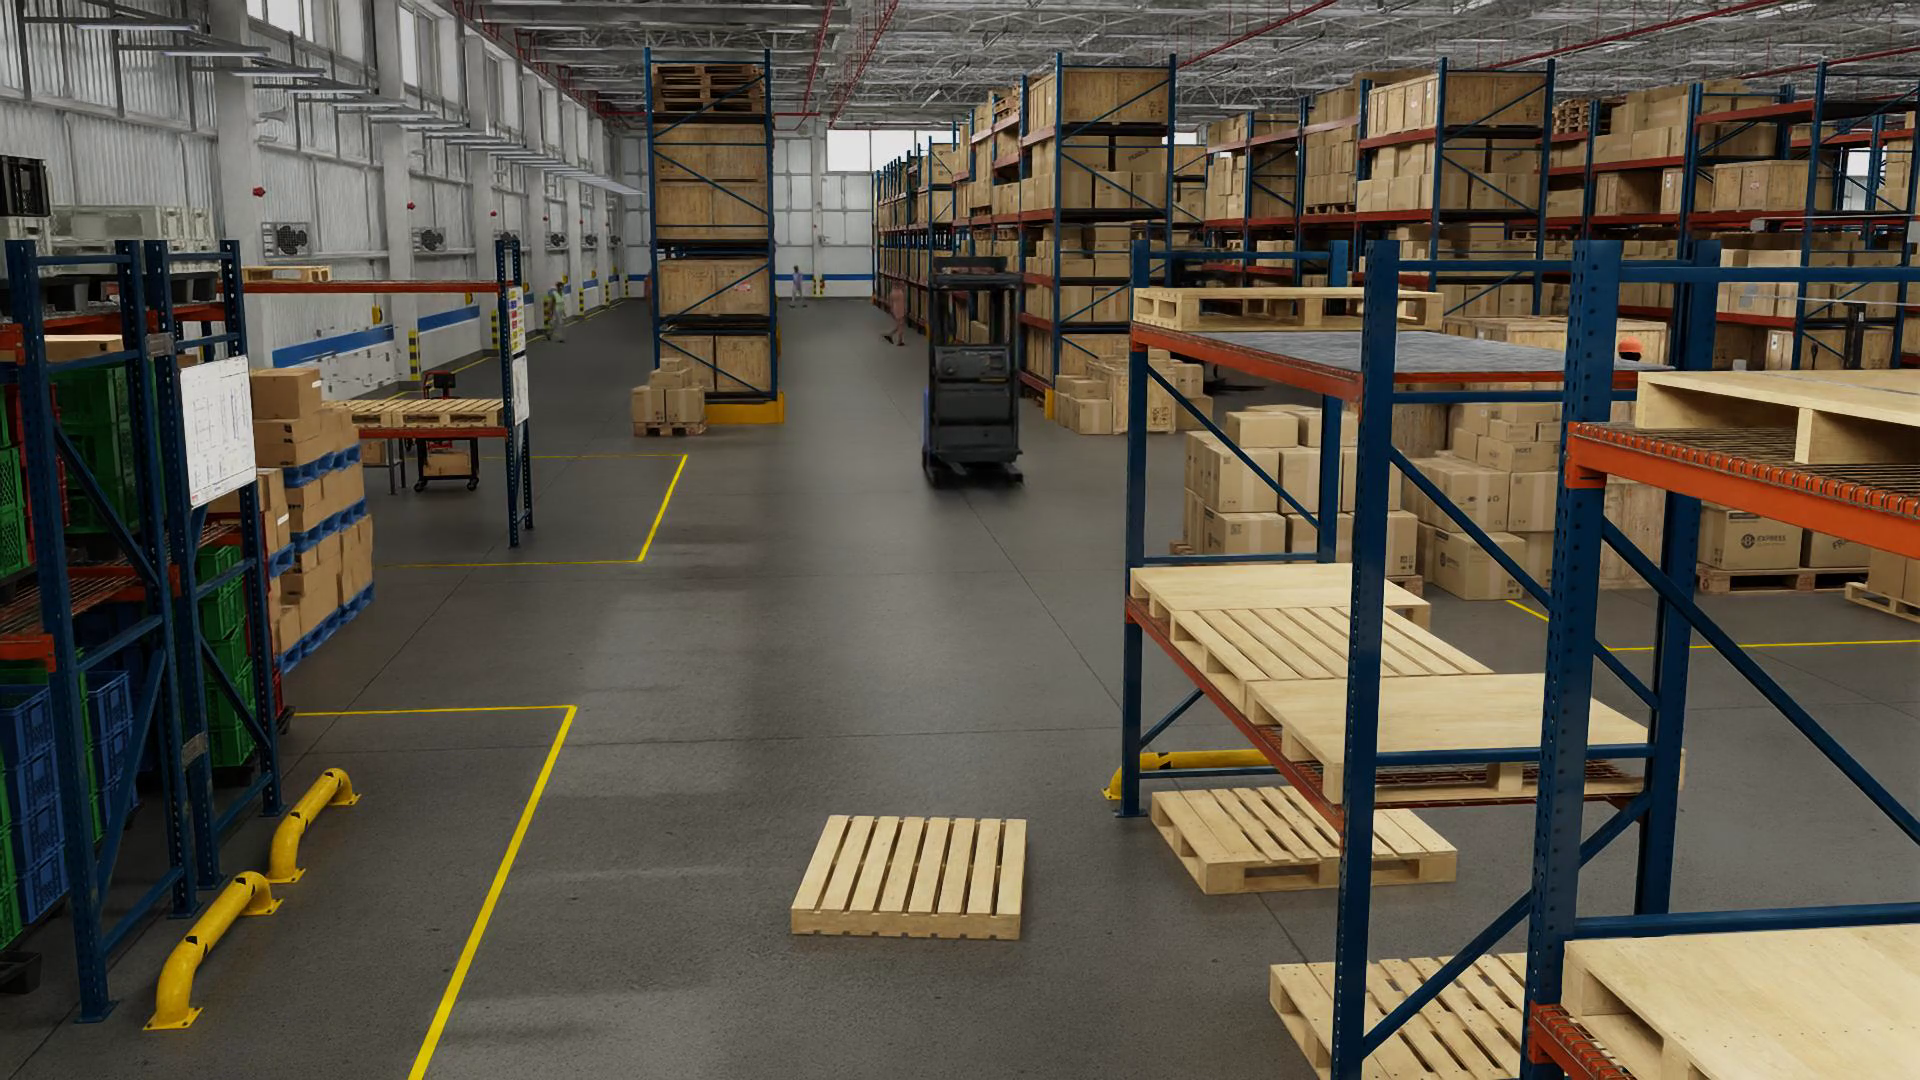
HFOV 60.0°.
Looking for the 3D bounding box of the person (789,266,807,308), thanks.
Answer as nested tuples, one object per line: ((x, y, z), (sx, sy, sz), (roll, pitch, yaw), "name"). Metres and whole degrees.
((-7.264, -11.358, 74.655), (0.637, 1.894, 0.998), (8, 13, 36), "person")

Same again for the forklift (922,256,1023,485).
((0.113, -2.206, 21.158), (1.129, 2.768, 1.873), (-1, 10, -6), "forklift")

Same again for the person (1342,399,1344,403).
((5.775, -2.341, 24.535), (1.081, 1.940, 0.625), (-3, 11, -18), "person")

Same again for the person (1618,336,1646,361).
((7.643, -1.367, 19.119), (0.358, 1.936, 0.552), (2, 10, 11), "person")

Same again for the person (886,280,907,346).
((-1.779, -6.519, 47.811), (0.512, 1.895, 0.654), (-4, 11, -20), "person")

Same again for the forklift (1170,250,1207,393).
((4.201, -4.408, 33.358), (1.873, 2.768, 1.129), (4, 11, 23), "forklift")

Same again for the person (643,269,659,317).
((-12.227, -9.781, 65.899), (0.649, 1.885, 0.677), (0, 10, -1), "person")

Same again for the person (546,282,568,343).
((-12.044, -6.783, 49.476), (0.780, 1.815, 0.581), (3, 11, 17), "person")

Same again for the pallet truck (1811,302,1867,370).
((15.846, -3.142, 28.793), (1.885, 1.965, 0.823), (2, 10, 12), "pallet truck")
